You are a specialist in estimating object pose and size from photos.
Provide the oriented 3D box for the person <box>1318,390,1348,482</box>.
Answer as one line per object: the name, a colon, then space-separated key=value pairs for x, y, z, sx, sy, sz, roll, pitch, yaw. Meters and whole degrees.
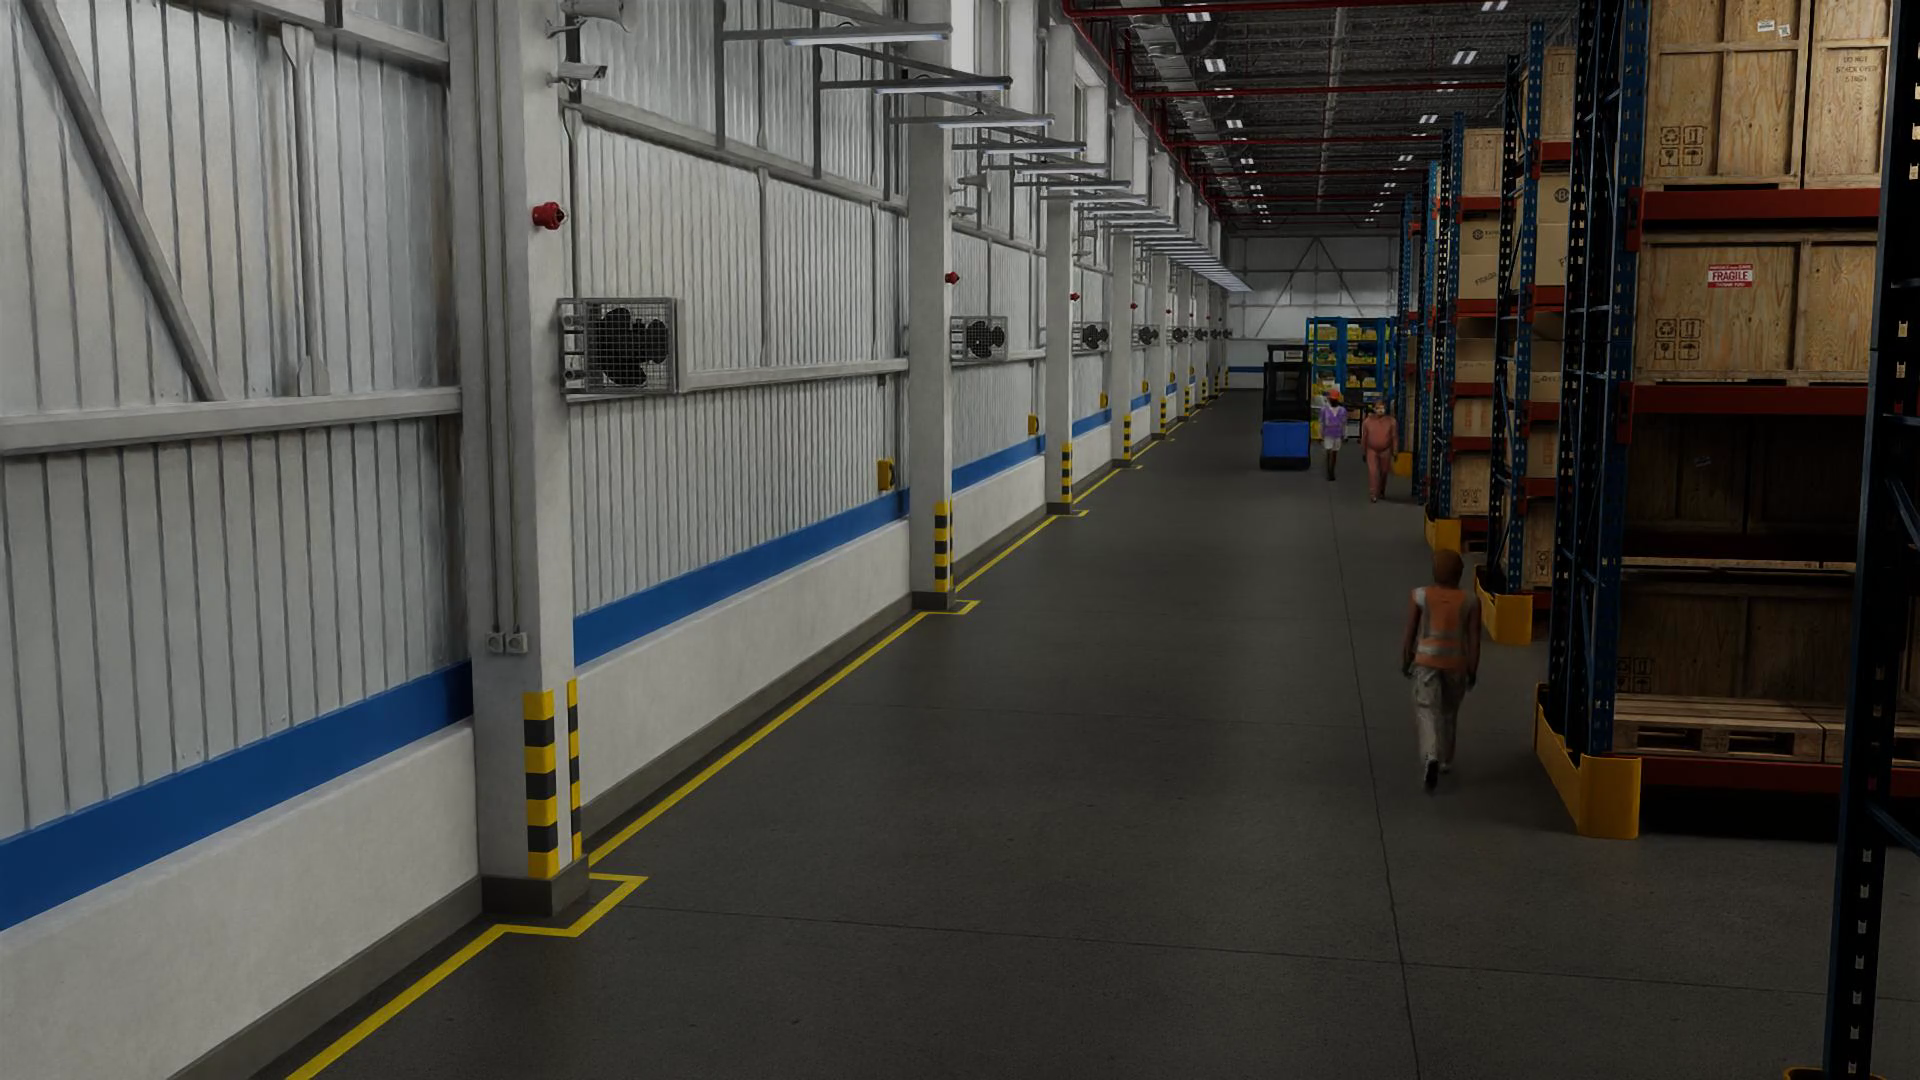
person: x=7.761 y=-2.143 z=34.421 sx=0.574 sy=1.900 sz=0.901 roll=0 pitch=7 yaw=-3

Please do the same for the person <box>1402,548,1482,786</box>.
person: x=3.314 y=0.869 z=11.435 sx=0.514 sy=1.617 sz=0.723 roll=1 pitch=7 yaw=10

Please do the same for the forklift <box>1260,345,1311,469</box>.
forklift: x=7.432 y=-3.054 z=37.837 sx=1.129 sy=2.768 sz=1.873 roll=1 pitch=7 yaw=12

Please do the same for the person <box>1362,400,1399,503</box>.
person: x=7.671 y=-1.623 z=30.392 sx=0.652 sy=1.880 sz=0.817 roll=1 pitch=7 yaw=12

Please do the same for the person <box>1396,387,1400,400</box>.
person: x=12.424 y=-3.596 z=46.765 sx=0.379 sy=1.731 sz=0.498 roll=-4 pitch=8 yaw=-26
